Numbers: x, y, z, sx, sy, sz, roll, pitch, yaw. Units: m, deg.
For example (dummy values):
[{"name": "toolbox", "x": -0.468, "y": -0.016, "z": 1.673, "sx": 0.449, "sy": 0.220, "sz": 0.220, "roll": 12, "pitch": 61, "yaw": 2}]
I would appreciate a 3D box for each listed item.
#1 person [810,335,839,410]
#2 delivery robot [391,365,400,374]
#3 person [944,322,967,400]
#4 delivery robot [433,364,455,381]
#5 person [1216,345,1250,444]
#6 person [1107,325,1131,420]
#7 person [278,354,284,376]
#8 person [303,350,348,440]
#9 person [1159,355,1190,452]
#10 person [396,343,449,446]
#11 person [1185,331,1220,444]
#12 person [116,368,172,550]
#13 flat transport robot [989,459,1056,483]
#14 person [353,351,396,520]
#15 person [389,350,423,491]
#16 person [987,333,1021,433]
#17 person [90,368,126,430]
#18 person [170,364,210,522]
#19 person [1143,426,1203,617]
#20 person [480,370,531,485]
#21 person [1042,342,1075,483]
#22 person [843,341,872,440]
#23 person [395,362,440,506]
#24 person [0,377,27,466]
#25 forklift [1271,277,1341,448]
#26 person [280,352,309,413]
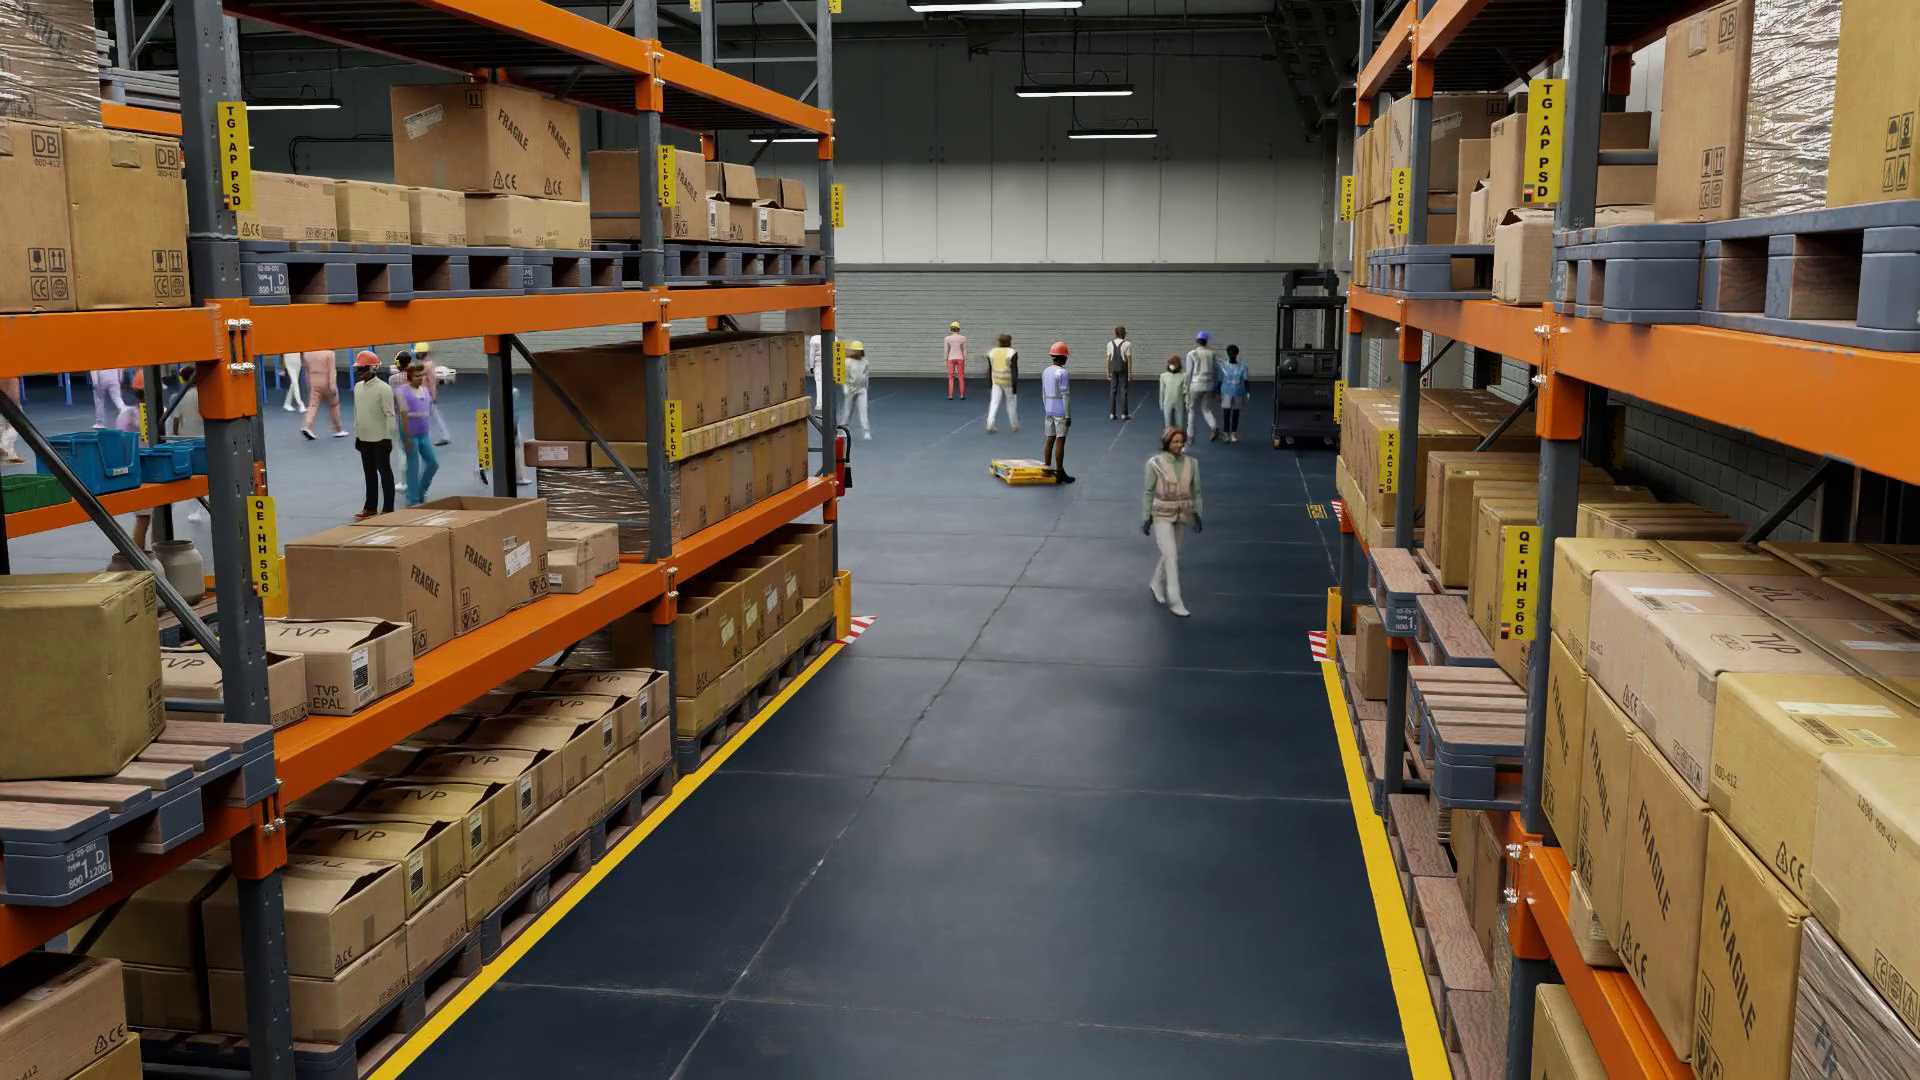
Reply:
[{"name": "person", "x": -2.860, "y": -3.664, "z": 35.037, "sx": 0.626, "sy": 1.840, "sz": 0.430, "roll": -3, "pitch": 10, "yaw": -15}, {"name": "delivery robot", "x": -14.852, "y": -4.561, "z": 44.360, "sx": 0.707, "sy": 0.478, "sz": 0.477, "roll": 6, "pitch": 11, "yaw": 32}, {"name": "person", "x": -0.099, "y": -4.076, "z": 37.826, "sx": 0.523, "sy": 1.760, "sz": 0.327, "roll": 0, "pitch": 9, "yaw": -2}, {"name": "delivery robot", "x": -13.266, "y": -4.268, "z": 42.553, "sx": 0.707, "sy": 0.478, "sz": 0.477, "roll": 4, "pitch": 10, "yaw": 25}, {"name": "person", "x": 4.628, "y": -2.451, "z": 28.101, "sx": 0.549, "sy": 1.659, "sz": 0.782, "roll": 0, "pitch": 9, "yaw": -1}, {"name": "person", "x": 3.143, "y": -3.304, "z": 32.807, "sx": 0.505, "sy": 1.842, "sz": 0.345, "roll": 4, "pitch": 10, "yaw": 26}, {"name": "person", "x": -18.838, "y": -5.531, "z": 46.270, "sx": 0.588, "sy": 1.930, "sz": 0.359, "roll": -7, "pitch": 12, "yaw": -37}, {"name": "person", "x": -11.144, "y": -2.697, "z": 28.996, "sx": 0.656, "sy": 1.868, "sz": 0.964, "roll": 3, "pitch": 10, "yaw": 16}, {"name": "person", "x": 3.378, "y": -2.108, "z": 26.121, "sx": 0.513, "sy": 1.613, "sz": 0.452, "roll": 3, "pitch": 10, "yaw": 19}, {"name": "person", "x": -8.965, "y": -2.410, "z": 27.667, "sx": 0.908, "sy": 1.721, "sz": 0.525, "roll": -5, "pitch": 10, "yaw": -28}, {"name": "person", "x": 4.127, "y": -2.569, "z": 28.101, "sx": 0.632, "sy": 1.903, "sz": 0.677, "roll": -5, "pitch": 11, "yaw": -30}, {"name": "person", "x": -7.504, "y": -0.589, "z": 15.461, "sx": 0.397, "sy": 2.042, "sz": 0.614, "roll": 2, "pitch": 9, "yaw": 14}, {"name": "flat transport robot", "x": 0.872, "y": -0.984, "z": 23.461, "sx": 0.652, "sy": 0.197, "sz": 1.431, "roll": -2, "pitch": 9, "yaw": -10}, {"name": "person", "x": -6.848, "y": -1.207, "z": 19.400, "sx": 0.613, "sy": 1.995, "sz": 0.391, "roll": 6, "pitch": 11, "yaw": 31}, {"name": "person", "x": -7.426, "y": -1.602, "z": 22.269, "sx": 0.324, "sy": 1.865, "sz": 0.517, "roll": 7, "pitch": 12, "yaw": 37}, {"name": "person", "x": 0.778, "y": -2.839, "z": 30.081, "sx": 0.635, "sy": 1.801, "sz": 0.940, "roll": 6, "pitch": 11, "yaw": 31}, {"name": "person", "x": -15.666, "y": -2.962, "z": 30.591, "sx": 0.872, "sy": 1.881, "sz": 0.658, "roll": 5, "pitch": 11, "yaw": 30}, {"name": "person", "x": -8.845, "y": -1.120, "z": 19.308, "sx": 0.531, "sy": 1.854, "sz": 0.661, "roll": -6, "pitch": 11, "yaw": -33}, {"name": "person", "x": 1.816, "y": -0.198, "z": 14.375, "sx": 0.524, "sy": 1.606, "sz": 0.829, "roll": -4, "pitch": 10, "yaw": -22}, {"name": "person", "x": -6.216, "y": -1.539, "z": 22.597, "sx": 0.534, "sy": 1.615, "sz": 0.628, "roll": 5, "pitch": 11, "yaw": 30}, {"name": "person", "x": 1.365, "y": -1.767, "z": 23.030, "sx": 0.359, "sy": 1.938, "sz": 0.545, "roll": -6, "pitch": 11, "yaw": -33}, {"name": "person", "x": -1.814, "y": -2.615, "z": 29.026, "sx": 0.493, "sy": 1.702, "sz": 0.927, "roll": -5, "pitch": 10, "yaw": -26}, {"name": "person", "x": -6.612, "y": -1.252, "z": 20.237, "sx": 0.457, "sy": 1.817, "sz": 0.559, "roll": 4, "pitch": 10, "yaw": 23}, {"name": "person", "x": -14.298, "y": -2.089, "z": 24.903, "sx": 0.614, "sy": 1.978, "sz": 0.497, "roll": 4, "pitch": 10, "yaw": 23}, {"name": "forklift", "x": 5.847, "y": -3.016, "z": 27.970, "sx": 1.129, "sy": 2.768, "sz": 1.873, "roll": 1, "pitch": 9, "yaw": 9}, {"name": "person", "x": -13.853, "y": -3.574, "z": 34.566, "sx": 0.964, "sy": 1.824, "sz": 0.535, "roll": 6, "pitch": 11, "yaw": 34}]
